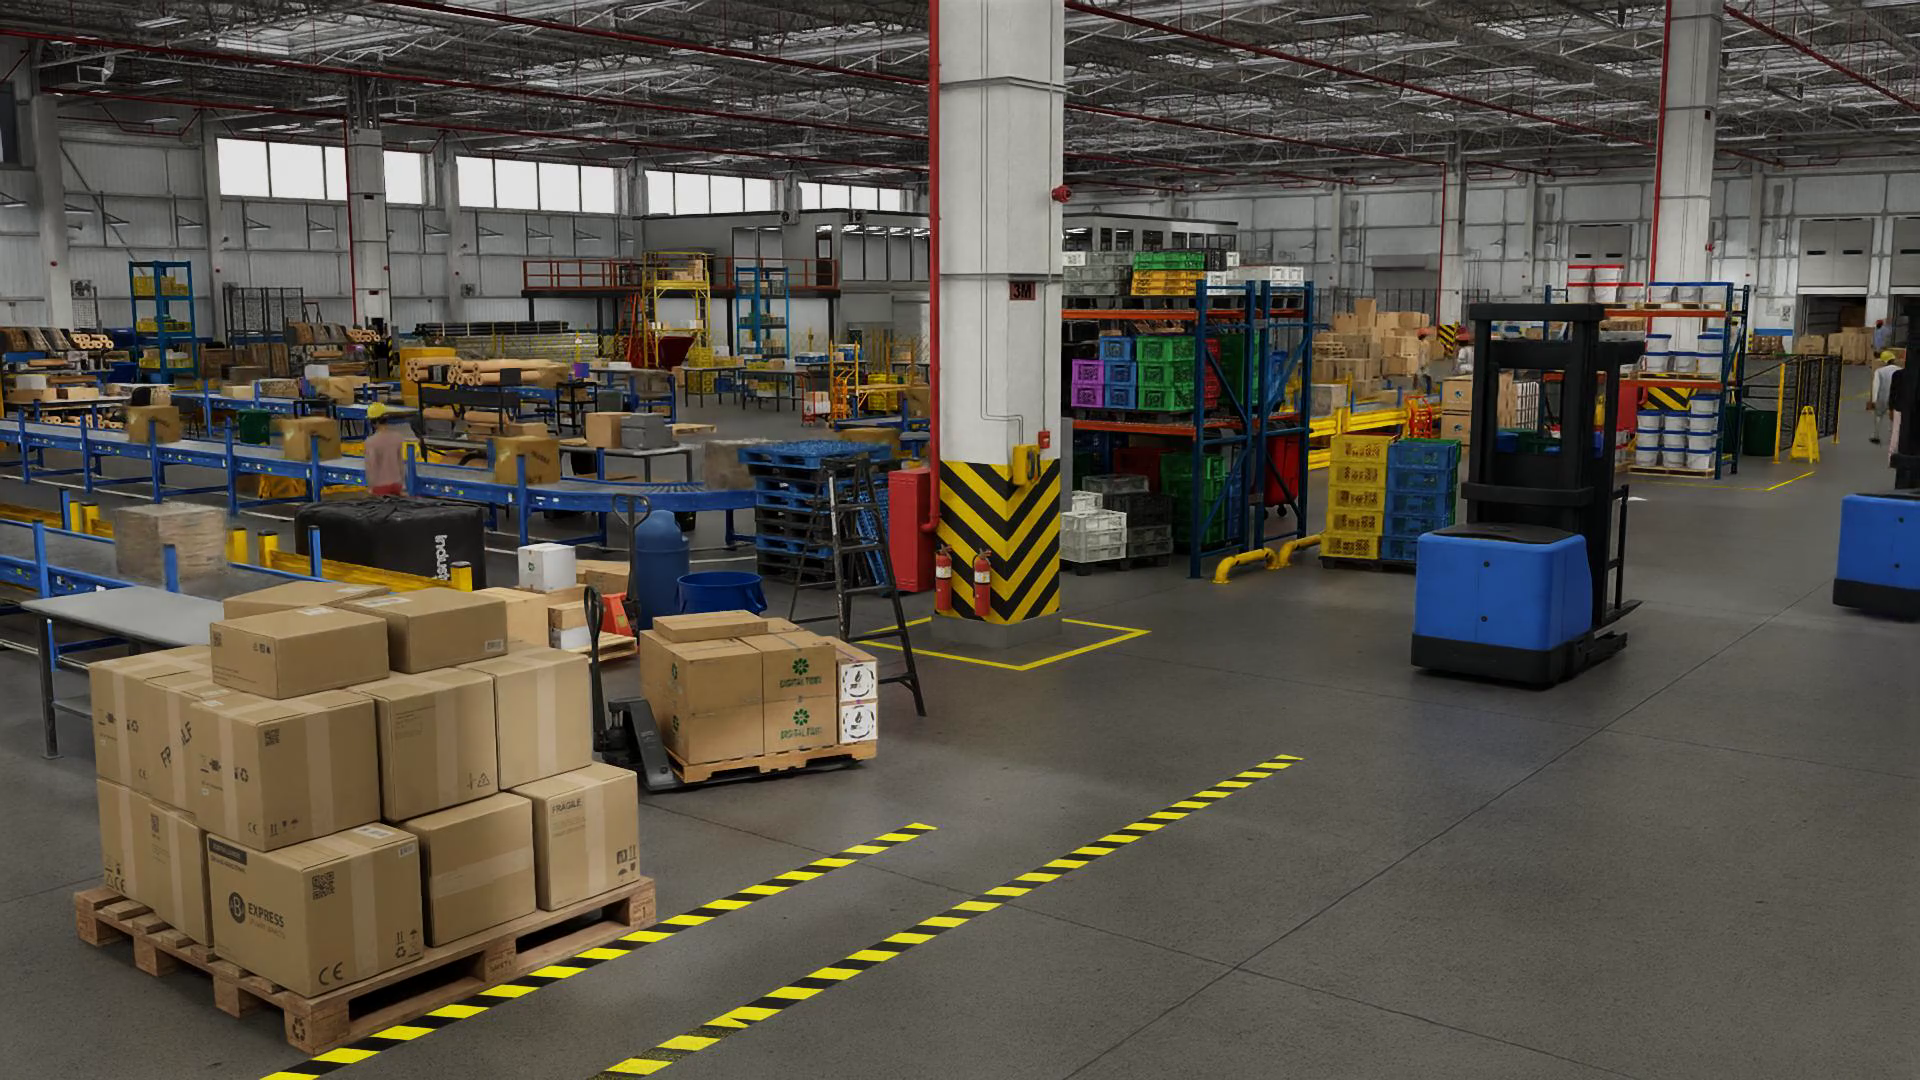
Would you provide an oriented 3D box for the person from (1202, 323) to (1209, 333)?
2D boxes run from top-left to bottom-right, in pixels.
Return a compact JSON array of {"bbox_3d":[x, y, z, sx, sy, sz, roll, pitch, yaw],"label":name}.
[{"bbox_3d":[8.105,-6.174,54.692,0.603,1.939,0.721,-2,9,-13],"label":"person"}]

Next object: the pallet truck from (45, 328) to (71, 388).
[{"bbox_3d":[-23.775,-4.544,43.495,1.885,1.965,0.823,6,10,35],"label":"pallet truck"}]

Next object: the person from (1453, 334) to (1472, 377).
[{"bbox_3d":[12.631,-4.225,41.751,1.039,1.881,0.560,5,10,33],"label":"person"}]

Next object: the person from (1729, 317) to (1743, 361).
[{"bbox_3d":[32.339,-8.318,69.277,0.593,1.897,0.815,-4,9,-24],"label":"person"}]

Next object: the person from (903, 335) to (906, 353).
[{"bbox_3d":[-2.162,-8.365,70.479,0.496,1.624,0.287,2,9,11],"label":"person"}]

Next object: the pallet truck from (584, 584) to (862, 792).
[{"bbox_3d":[-1.426,0.805,10.019,1.601,1.201,0.680,-4,9,-26],"label":"pallet truck"}]

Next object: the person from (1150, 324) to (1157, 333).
[{"bbox_3d":[7.164,-6.972,60.487,0.789,1.822,0.513,0,8,3],"label":"person"}]

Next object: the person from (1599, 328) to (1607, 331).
[{"bbox_3d":[18.685,-5.226,48.417,0.656,1.894,0.621,1,8,4],"label":"person"}]

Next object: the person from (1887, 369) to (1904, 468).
[{"bbox_3d":[15.671,-2.161,27.452,0.613,1.991,0.391,4,9,24],"label":"person"}]

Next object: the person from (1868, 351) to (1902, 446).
[{"bbox_3d":[17.615,-2.683,31.632,0.655,1.785,0.849,1,8,6],"label":"person"}]

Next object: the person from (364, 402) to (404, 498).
[{"bbox_3d":[-6.064,-0.589,17.623,0.485,1.751,0.544,4,9,26],"label":"person"}]

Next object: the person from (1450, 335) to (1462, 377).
[{"bbox_3d":[14.175,-4.969,47.340,0.514,1.706,0.931,-4,9,-24],"label":"person"}]

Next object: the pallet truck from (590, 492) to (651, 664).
[{"bbox_3d":[-3.115,0.344,12.883,0.653,1.274,1.630,7,11,37],"label":"pallet truck"}]

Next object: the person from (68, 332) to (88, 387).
[{"bbox_3d":[-22.454,-4.319,42.285,0.641,1.908,0.407,5,10,28],"label":"person"}]

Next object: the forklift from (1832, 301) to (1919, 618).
[{"bbox_3d":[8.957,-0.760,15.023,1.873,2.768,1.129,-6,10,-34],"label":"forklift"}]

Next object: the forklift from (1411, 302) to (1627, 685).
[{"bbox_3d":[4.379,-0.438,12.852,1.129,2.768,1.873,7,11,37],"label":"forklift"}]

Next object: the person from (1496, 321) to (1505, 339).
[{"bbox_3d":[25.852,-9.903,79.848,0.722,1.916,0.636,5,10,30],"label":"person"}]

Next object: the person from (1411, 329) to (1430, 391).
[{"bbox_3d":[12.719,-4.892,46.130,0.856,1.902,0.584,5,10,29],"label":"person"}]

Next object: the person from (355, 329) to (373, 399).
[{"bbox_3d":[-15.335,-4.382,42.409,0.972,2.004,0.606,-3,9,-21],"label":"person"}]

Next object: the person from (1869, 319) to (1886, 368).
[{"bbox_3d":[35.520,-7.575,64.205,0.714,1.915,0.559,-1,8,-4],"label":"person"}]

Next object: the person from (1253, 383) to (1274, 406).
[{"bbox_3d":[5.606,-2.445,30.662,0.502,1.607,0.764,7,11,39],"label":"person"}]

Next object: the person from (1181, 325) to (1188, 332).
[{"bbox_3d":[7.289,-6.015,53.859,0.327,1.865,0.521,4,9,27],"label":"person"}]

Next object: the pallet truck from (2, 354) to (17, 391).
[{"bbox_3d":[-24.881,-4.417,42.634,1.885,1.965,0.823,8,11,41],"label":"pallet truck"}]
